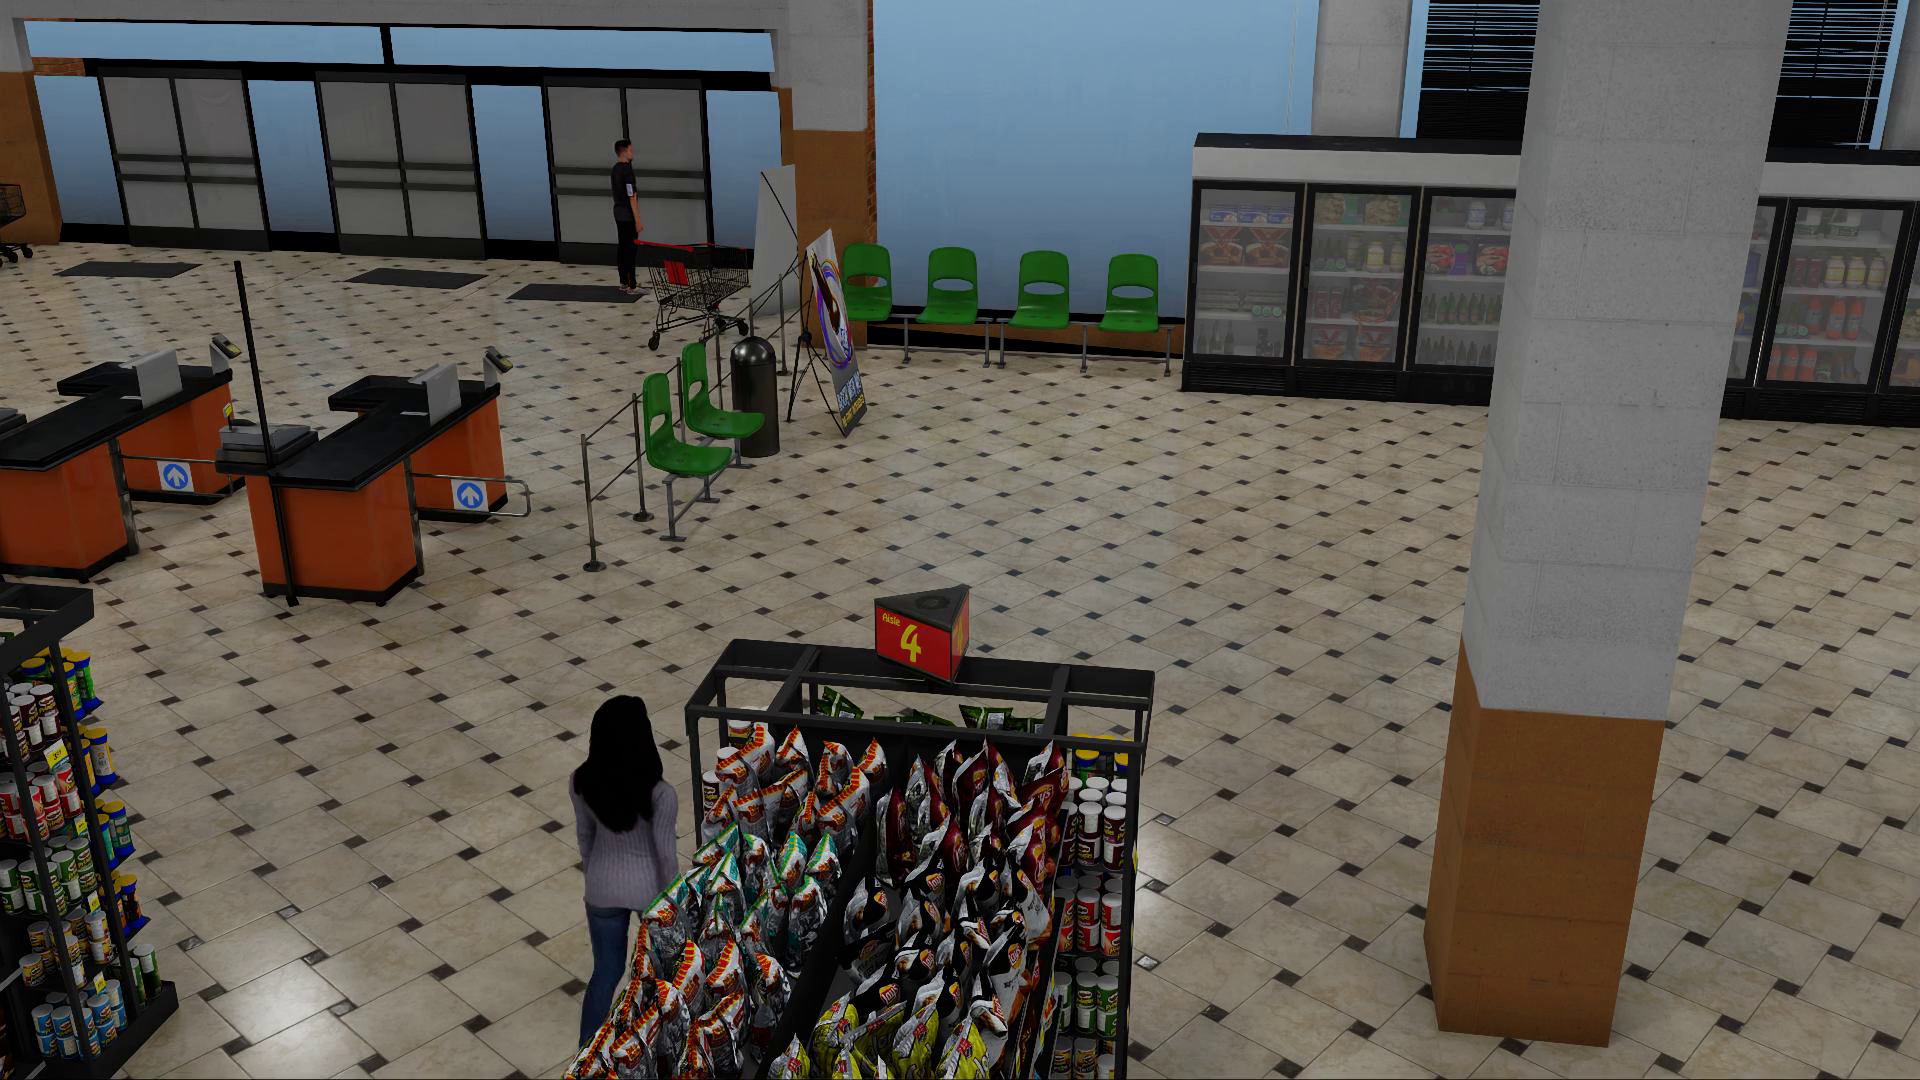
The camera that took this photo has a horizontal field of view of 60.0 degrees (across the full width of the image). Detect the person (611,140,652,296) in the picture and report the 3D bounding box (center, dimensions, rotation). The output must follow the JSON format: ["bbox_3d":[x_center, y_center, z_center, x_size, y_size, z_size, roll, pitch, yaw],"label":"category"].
[{"bbox_3d":[-3.863,-3.743,19.291,0.773,1.763,0.690,-12,25,-27],"label":"person"}]

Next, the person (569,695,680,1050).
[{"bbox_3d":[-1.325,1.436,6.471,0.617,1.712,1.041,5,22,11],"label":"person"}]
